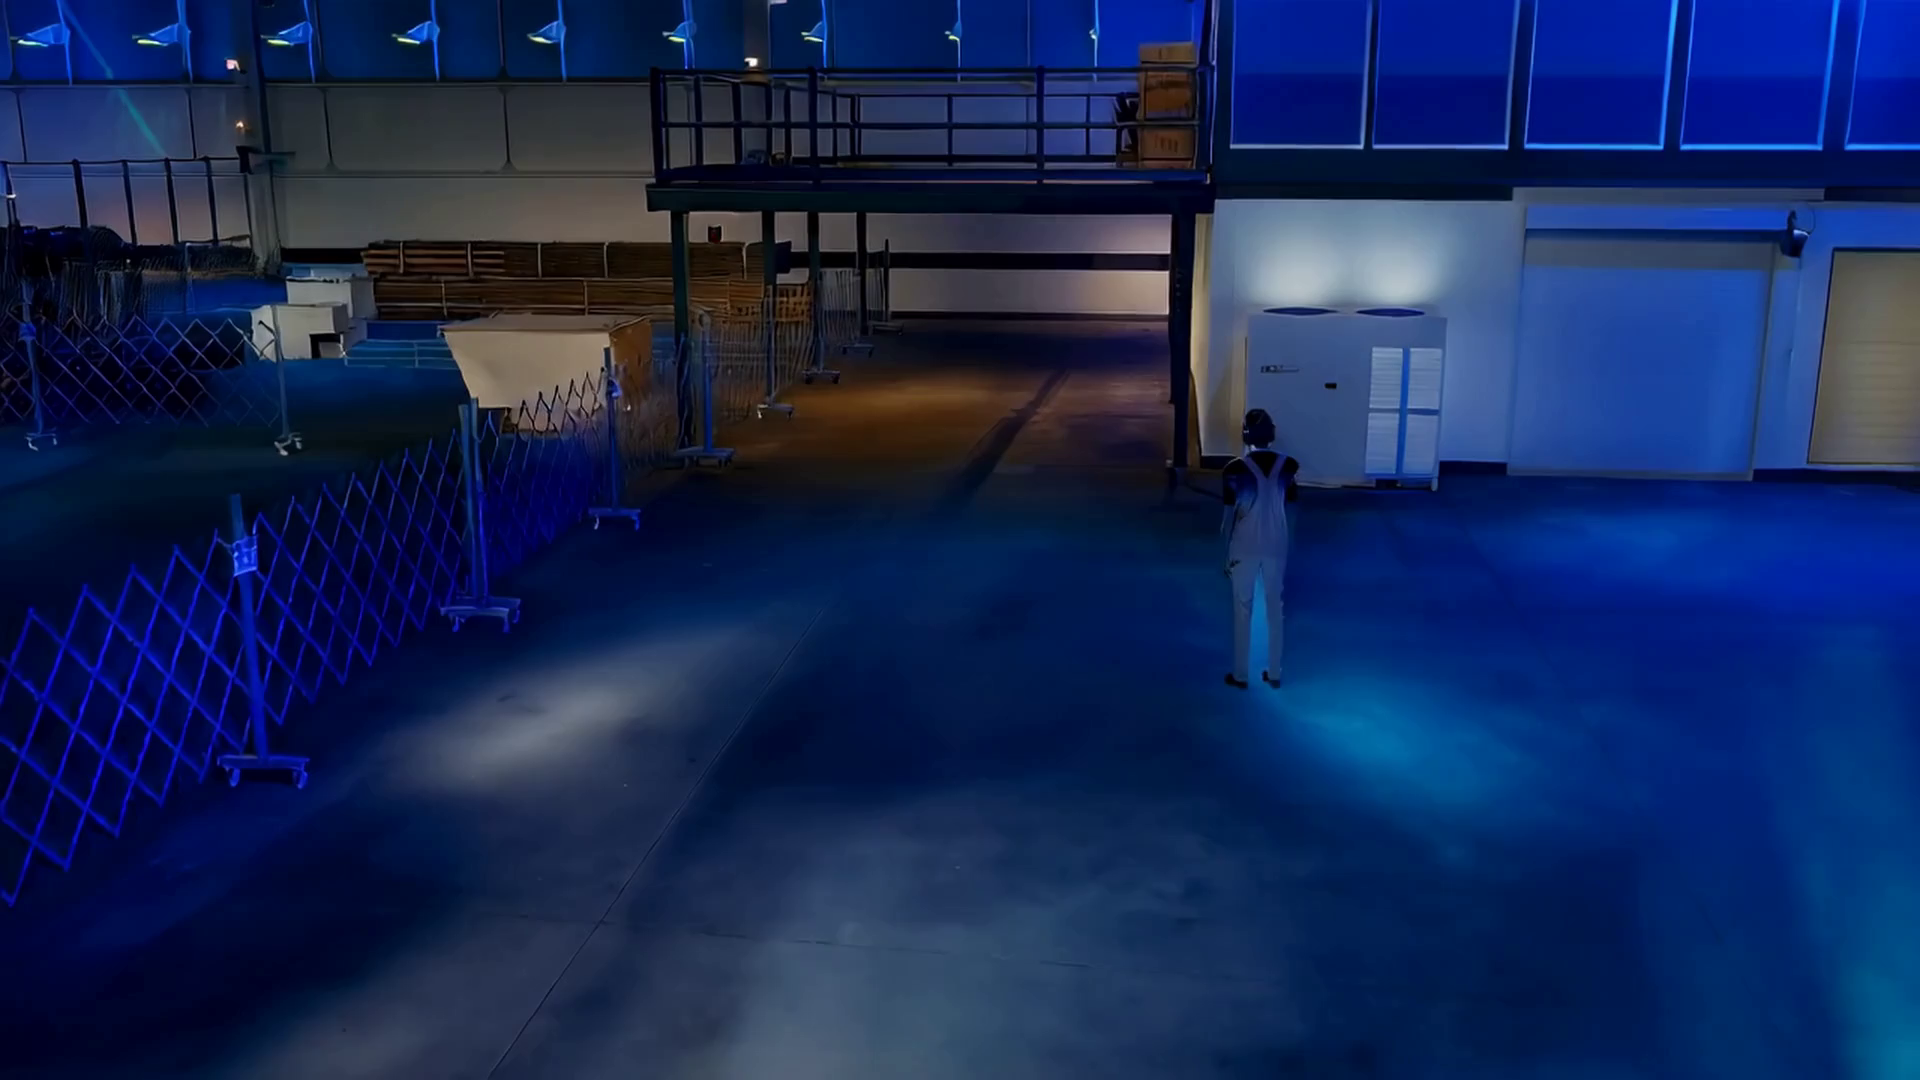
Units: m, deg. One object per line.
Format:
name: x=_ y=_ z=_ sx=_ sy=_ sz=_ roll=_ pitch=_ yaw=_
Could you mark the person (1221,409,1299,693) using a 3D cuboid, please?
person: x=1.908 y=0.077 z=10.680 sx=0.503 sy=1.831 sz=0.361 roll=-2 pitch=14 yaw=-8
